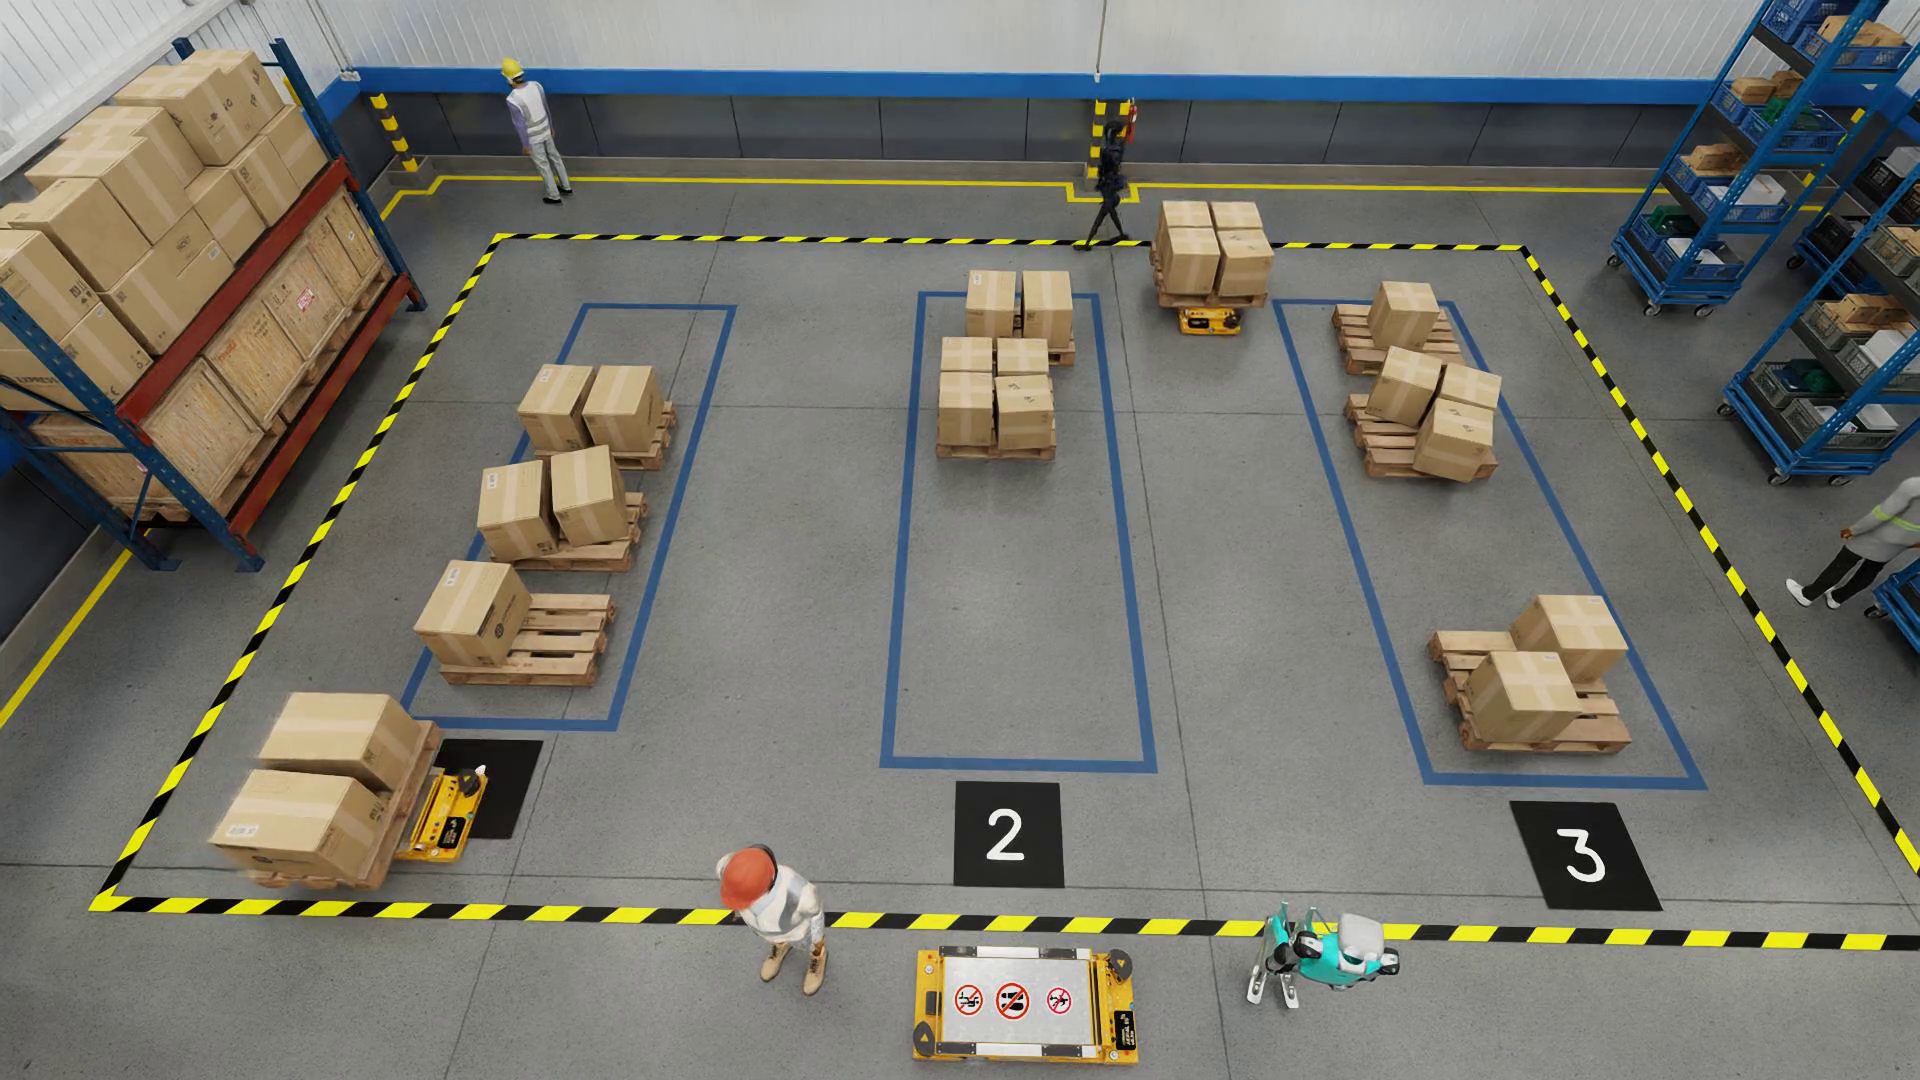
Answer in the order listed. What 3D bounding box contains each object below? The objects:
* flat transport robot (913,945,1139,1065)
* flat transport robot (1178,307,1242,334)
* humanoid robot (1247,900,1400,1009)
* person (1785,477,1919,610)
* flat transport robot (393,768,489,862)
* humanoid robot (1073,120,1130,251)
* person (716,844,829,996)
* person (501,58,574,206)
[{"bbox_3d":[0.422,3.041,6.007,1.431,0.231,0.659,1,51,1],"label":"flat transport robot"},{"bbox_3d":[2.890,-2.971,10.889,0.652,0.197,1.431,1,51,1],"label":"flat transport robot"},{"bbox_3d":[2.113,2.389,5.504,0.533,1.677,0.735,9,51,7],"label":"humanoid robot"},{"bbox_3d":[7.644,-0.086,7.534,0.596,1.849,0.385,8,51,7],"label":"person"},{"bbox_3d":[-4.360,2.024,6.818,1.431,0.197,0.652,1,51,1],"label":"flat transport robot"},{"bbox_3d":[1.799,-4.282,11.096,0.784,1.622,0.588,-8,51,-6],"label":"humanoid robot"},{"bbox_3d":[-1.102,2.290,5.477,0.613,2.039,0.389,15,52,12],"label":"person"},{"bbox_3d":[-5.424,-5.191,11.708,0.404,1.830,0.602,17,53,13],"label":"person"}]
